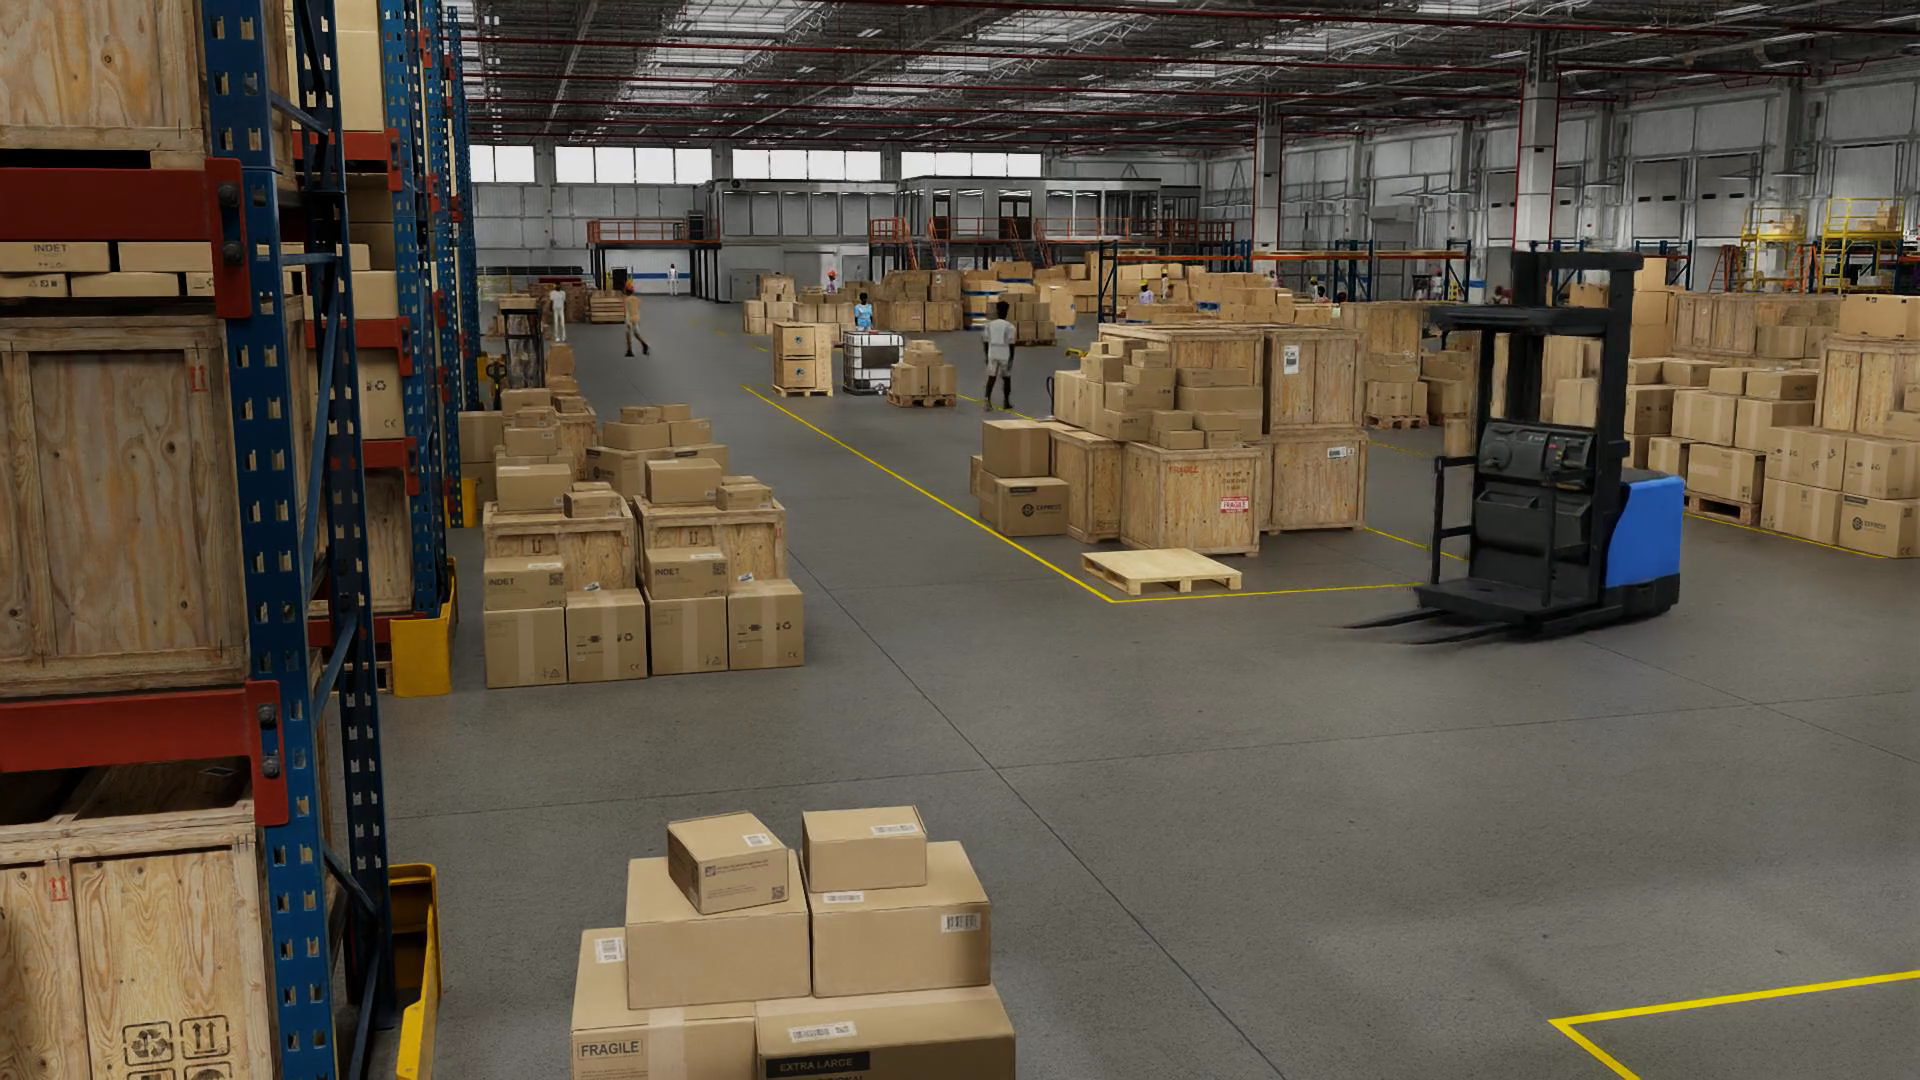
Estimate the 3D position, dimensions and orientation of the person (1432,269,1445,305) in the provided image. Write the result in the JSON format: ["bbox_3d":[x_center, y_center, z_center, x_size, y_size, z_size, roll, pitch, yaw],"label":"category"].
[{"bbox_3d":[20.622,-10.737,71.776,0.562,1.907,0.948,6,12,32],"label":"person"}]

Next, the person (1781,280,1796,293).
[{"bbox_3d":[23.576,-6.469,47.540,0.512,1.910,0.584,-3,11,-18],"label":"person"}]

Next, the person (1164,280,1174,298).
[{"bbox_3d":[6.949,-7.665,54.766,0.543,1.749,0.436,-6,12,-30],"label":"person"}]

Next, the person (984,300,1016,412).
[{"bbox_3d":[0.661,-3.189,28.900,0.606,1.942,0.869,4,11,20],"label":"person"}]

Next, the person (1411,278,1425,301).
[{"bbox_3d":[14.889,-7.596,54.125,0.429,1.842,0.634,2,10,9],"label":"person"}]

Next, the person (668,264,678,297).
[{"bbox_3d":[-16.325,-14.764,94.590,0.574,1.886,0.360,-2,10,-9],"label":"person"}]

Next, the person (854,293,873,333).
[{"bbox_3d":[-2.479,-5.523,42.820,0.530,1.689,0.321,-6,12,-32],"label":"person"}]

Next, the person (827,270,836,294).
[{"bbox_3d":[-4.425,-8.293,57.490,0.369,2.048,0.608,1,10,3],"label":"person"}]

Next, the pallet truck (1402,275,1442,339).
[{"bbox_3d":[14.620,-7.324,52.145,0.823,1.965,1.885,8,13,40],"label":"pallet truck"}]

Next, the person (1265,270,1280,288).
[{"bbox_3d":[12.743,-10.022,67.651,0.634,1.910,0.745,-7,12,-35],"label":"person"}]

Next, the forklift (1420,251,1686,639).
[{"bbox_3d":[4.647,-0.811,12.763,1.873,2.768,1.129,-7,12,-35],"label":"forklift"}]

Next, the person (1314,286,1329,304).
[{"bbox_3d":[10.640,-6.637,49.106,0.320,1.697,0.531,-8,13,-38],"label":"person"}]

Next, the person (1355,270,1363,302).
[{"bbox_3d":[16.235,-10.129,68.311,0.619,1.904,0.979,5,11,28],"label":"person"}]

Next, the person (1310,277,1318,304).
[{"bbox_3d":[12.957,-8.769,61.052,0.301,1.742,0.493,0,10,-2],"label":"person"}]

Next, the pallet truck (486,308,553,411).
[{"bbox_3d":[-6.242,-2.418,24.362,0.823,1.965,1.885,1,10,3],"label":"pallet truck"}]

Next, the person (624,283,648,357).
[{"bbox_3d":[-8.469,-5.703,43.180,0.653,1.922,0.559,7,12,36],"label":"person"}]

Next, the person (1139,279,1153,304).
[{"bbox_3d":[5.387,-6.631,48.462,0.396,1.919,0.581,-7,12,-34],"label":"person"}]

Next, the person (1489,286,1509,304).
[{"bbox_3d":[14.407,-5.869,44.411,0.522,1.811,0.858,7,12,33],"label":"person"}]

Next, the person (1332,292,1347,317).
[{"bbox_3d":[7.927,-4.202,34.683,0.391,1.922,0.593,-4,11,-23],"label":"person"}]

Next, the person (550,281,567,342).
[{"bbox_3d":[-12.080,-6.873,50.090,0.510,1.823,0.966,-4,11,-20],"label":"person"}]

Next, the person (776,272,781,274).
[{"bbox_3d":[-7.148,-9.607,65.438,0.547,1.871,0.312,9,14,43],"label":"person"}]

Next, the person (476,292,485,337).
[{"bbox_3d":[-15.566,-7.339,52.816,0.918,1.788,0.610,-3,11,-18],"label":"person"}]

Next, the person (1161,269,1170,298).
[{"bbox_3d":[8.425,-10.168,68.441,0.361,1.930,0.589,5,11,25],"label":"person"}]

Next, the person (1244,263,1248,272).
[{"bbox_3d":[16.288,-14.667,93.865,0.605,1.956,0.966,0,10,2],"label":"person"}]
